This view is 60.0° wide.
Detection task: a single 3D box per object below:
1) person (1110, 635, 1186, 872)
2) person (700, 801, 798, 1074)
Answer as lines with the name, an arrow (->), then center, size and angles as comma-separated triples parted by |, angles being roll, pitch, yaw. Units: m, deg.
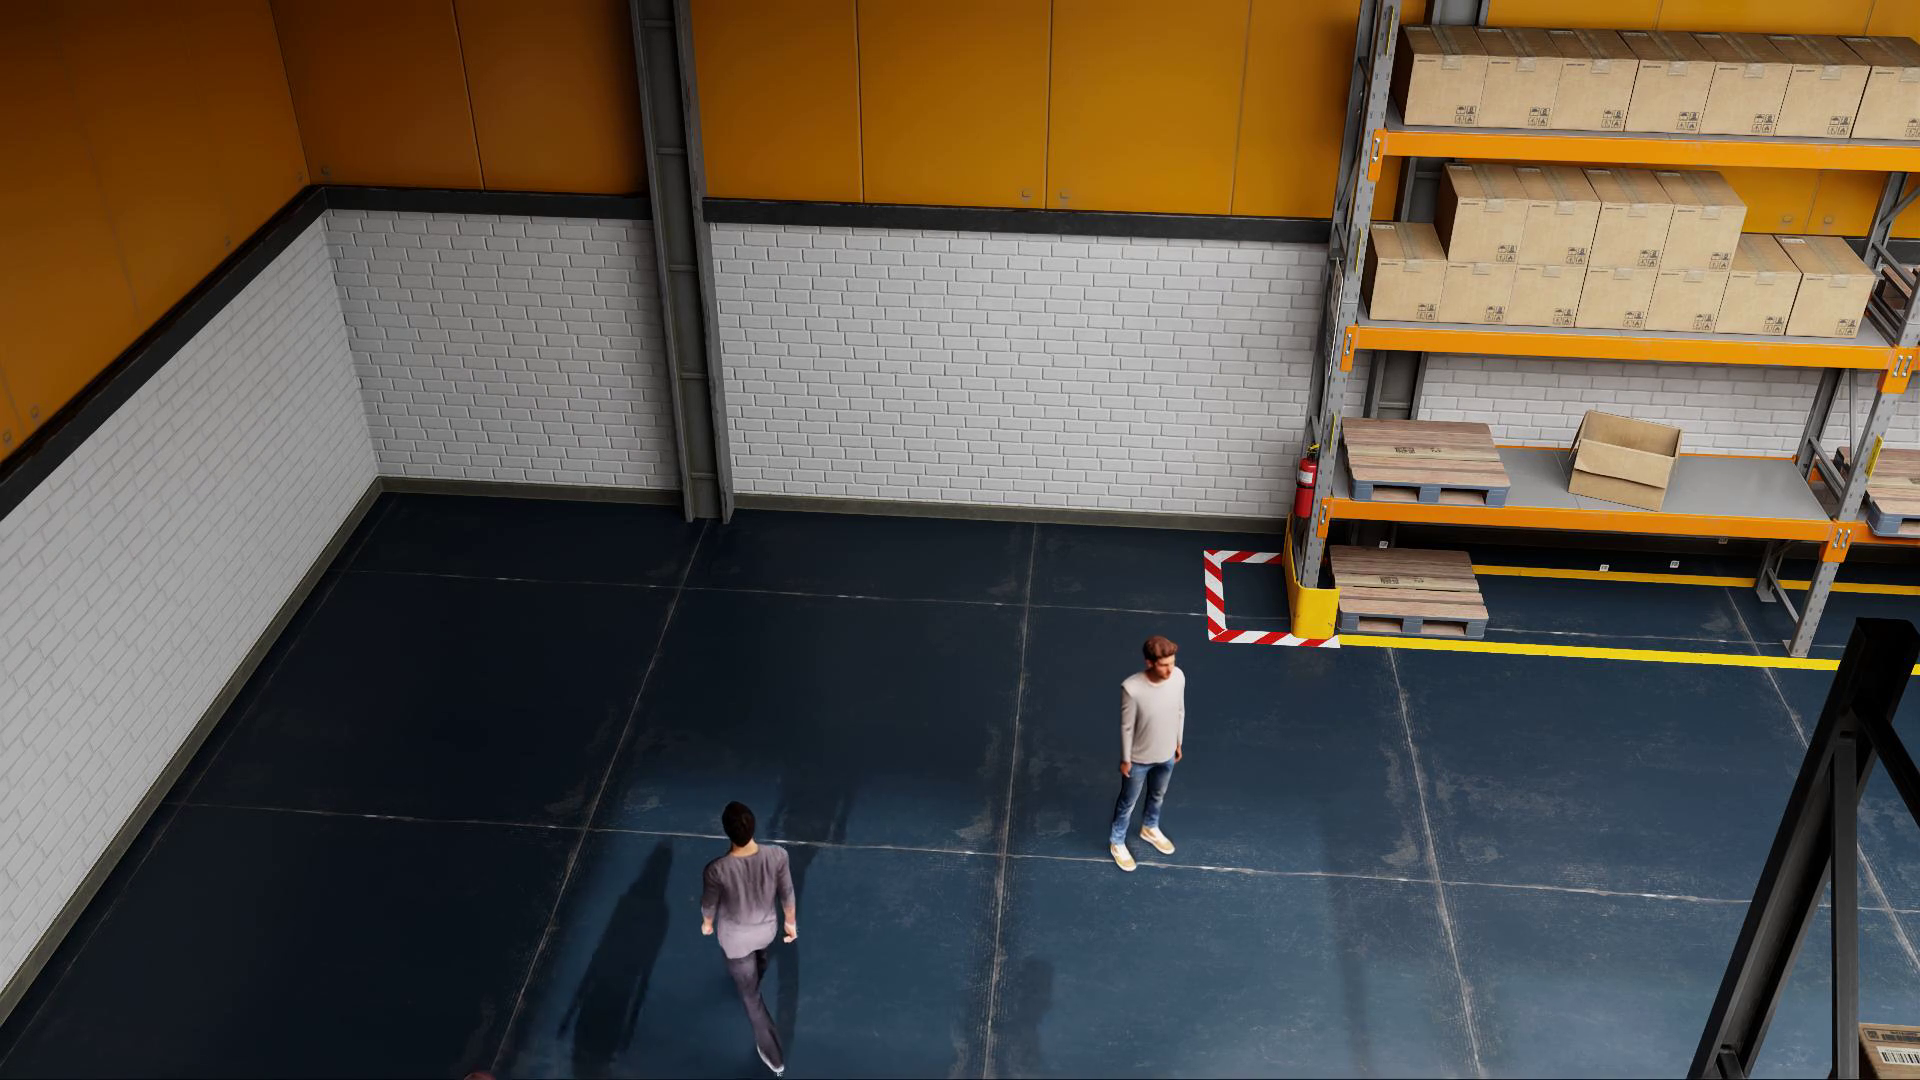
person -> 1.263, 1.399, 11.177 | 0.683, 1.897, 0.791 | -16, 37, -22
person -> -1.214, 2.367, 9.805 | 1.214, 1.803, 1.161 | -17, 37, -23
